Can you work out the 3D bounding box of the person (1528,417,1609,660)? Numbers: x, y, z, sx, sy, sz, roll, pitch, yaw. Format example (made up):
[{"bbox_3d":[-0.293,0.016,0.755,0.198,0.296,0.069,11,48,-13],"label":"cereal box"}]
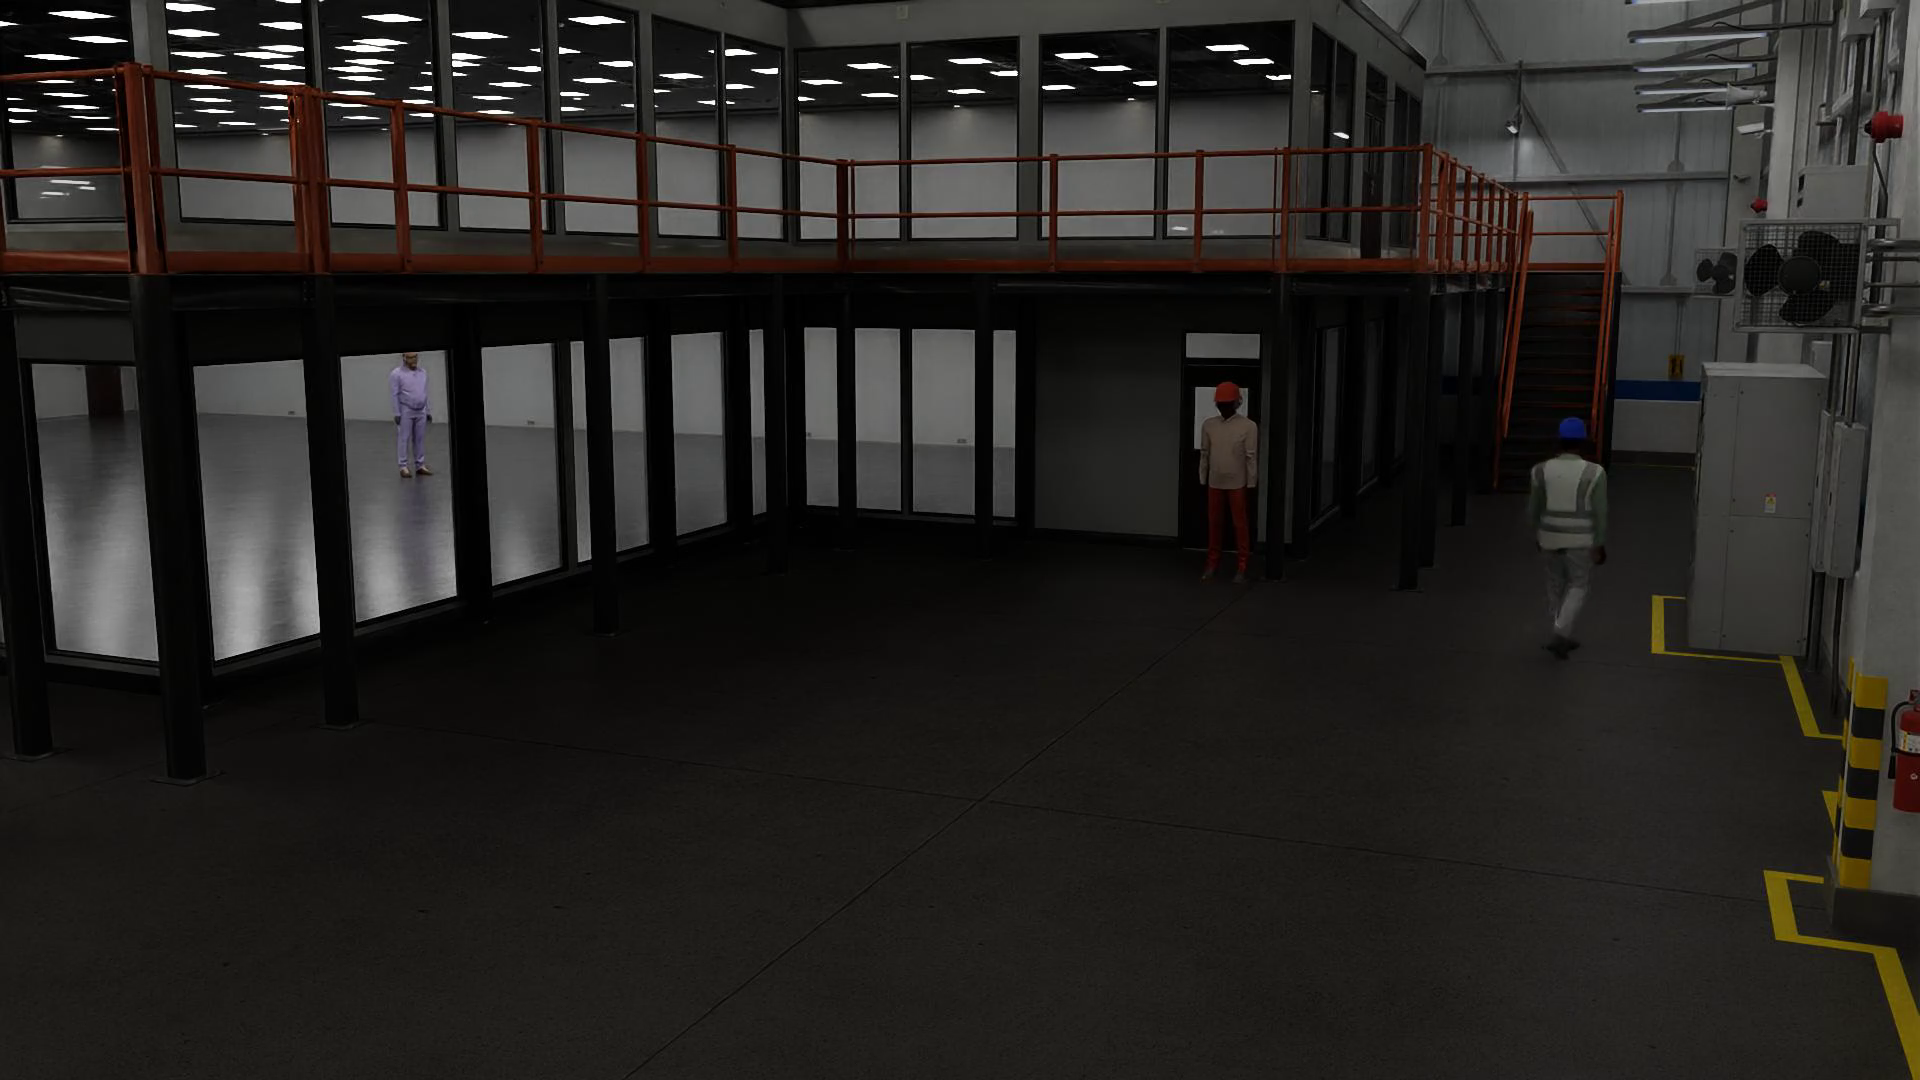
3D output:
[{"bbox_3d":[4.800,-0.014,13.145,0.654,1.918,0.700,8,12,40],"label":"person"}]

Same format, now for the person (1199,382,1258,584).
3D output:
[{"bbox_3d":[2.609,-0.558,16.285,0.624,1.985,0.413,6,11,35],"label":"person"}]
